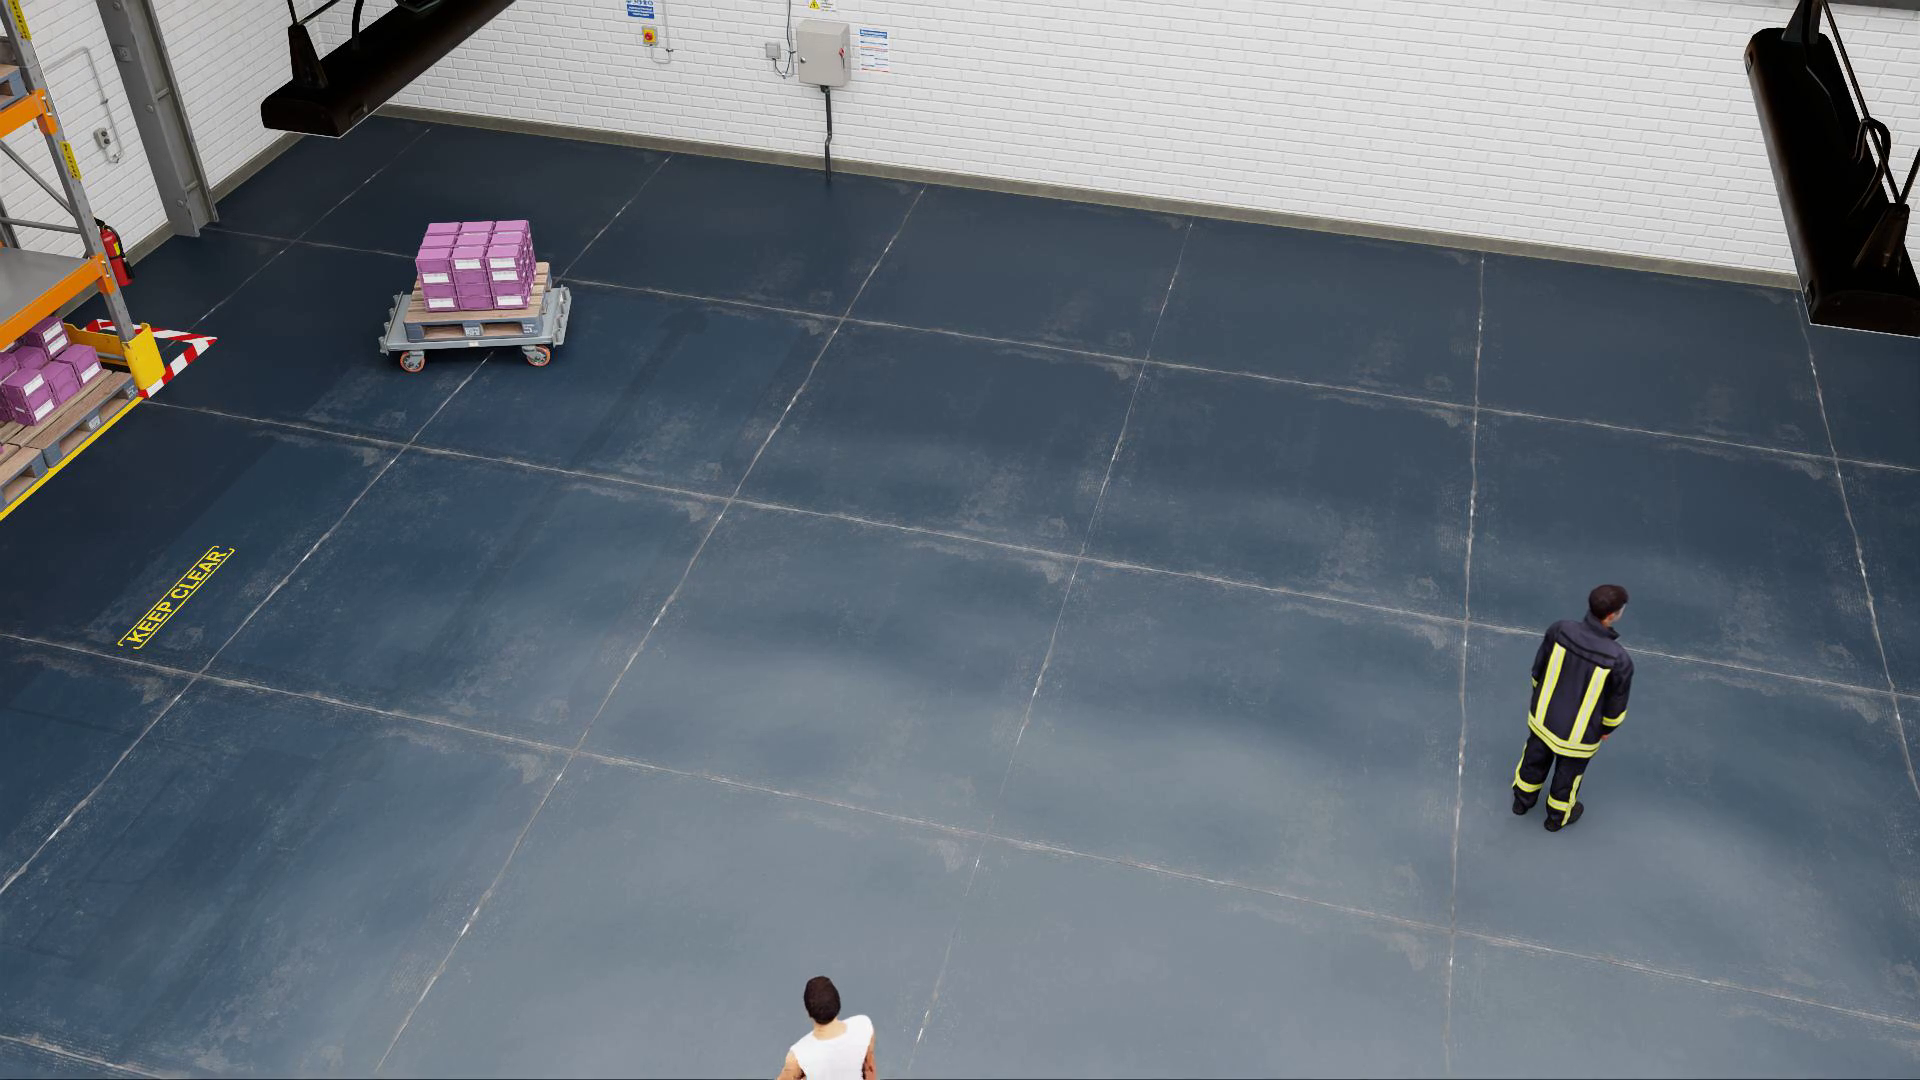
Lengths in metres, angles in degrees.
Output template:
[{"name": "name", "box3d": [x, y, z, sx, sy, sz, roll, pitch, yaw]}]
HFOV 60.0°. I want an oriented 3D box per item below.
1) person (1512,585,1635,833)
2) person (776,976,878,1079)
[{"name": "person", "box3d": [3.876, 1.064, 10.533, 0.883, 1.924, 0.889, -31, 48, -33]}, {"name": "person", "box3d": [-0.639, 2.902, 8.367, 1.031, 1.755, 1.063, -22, 44, -25]}]
